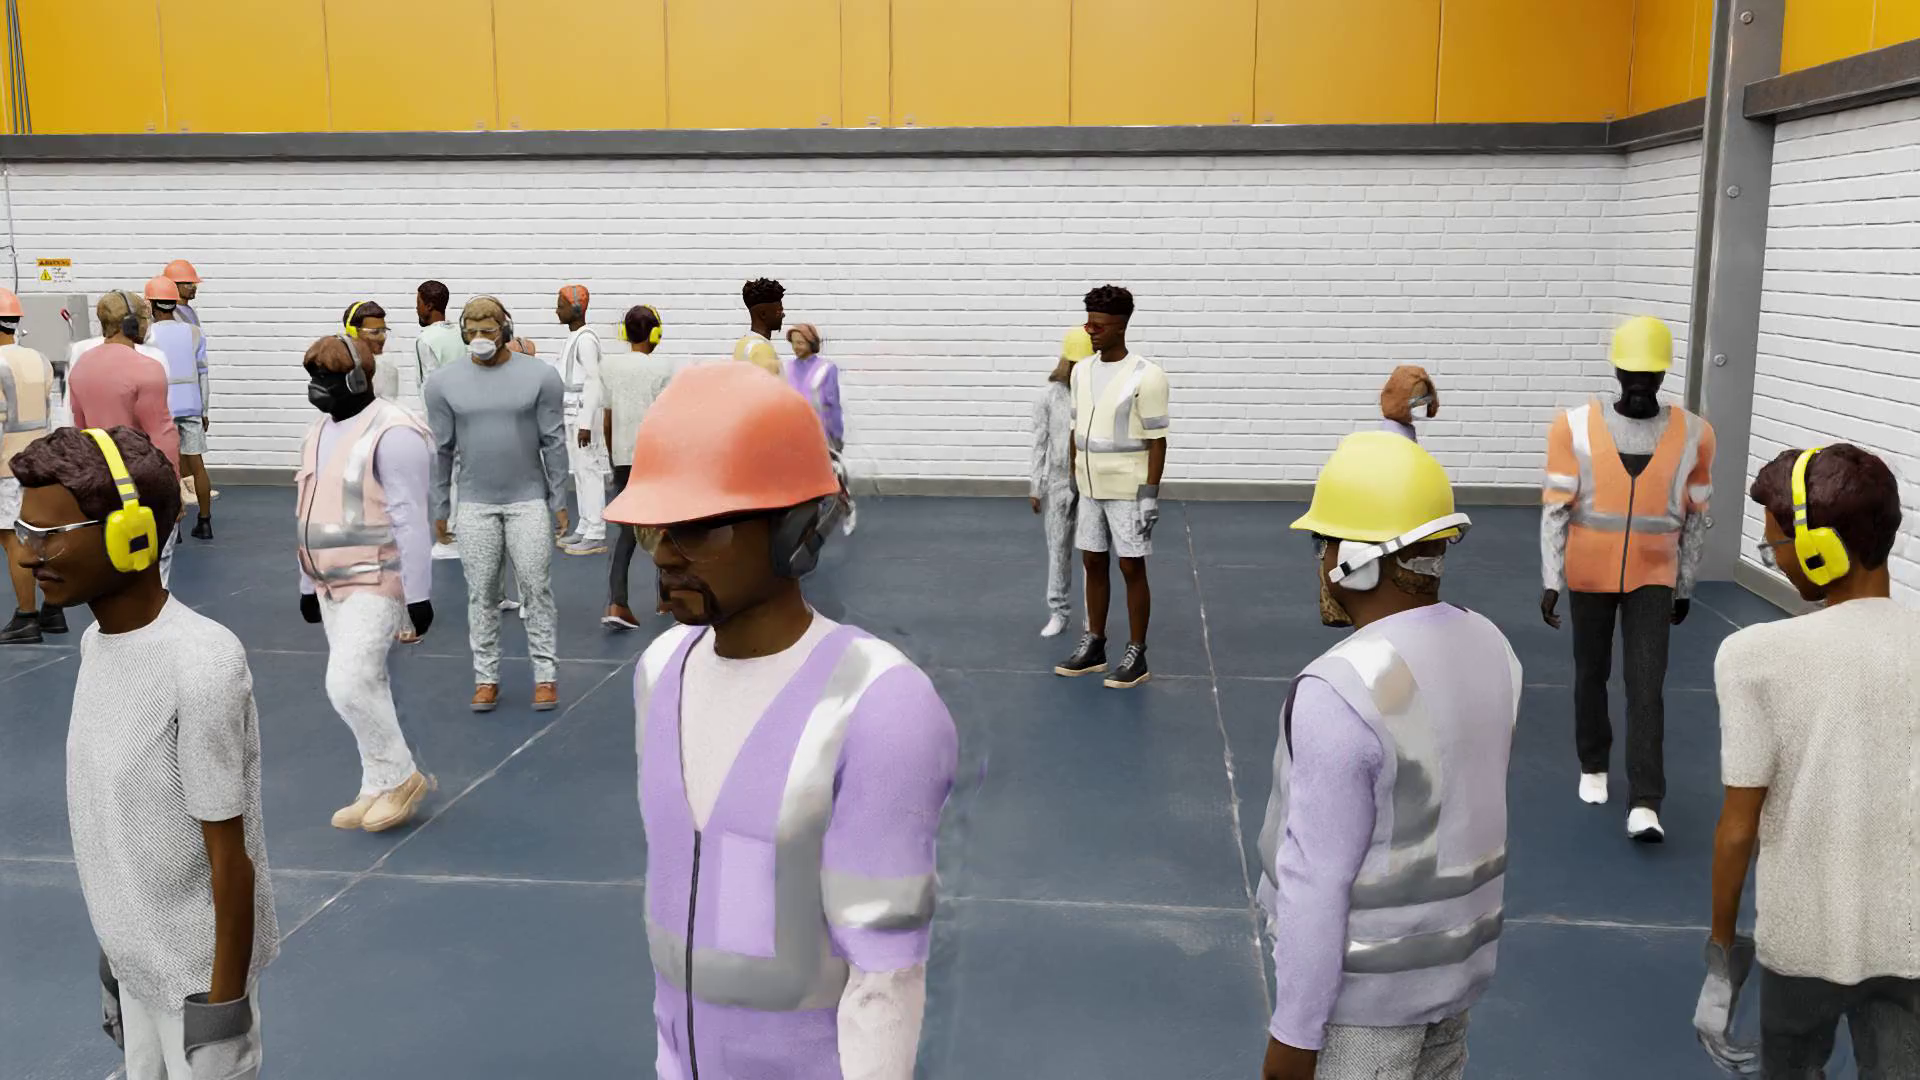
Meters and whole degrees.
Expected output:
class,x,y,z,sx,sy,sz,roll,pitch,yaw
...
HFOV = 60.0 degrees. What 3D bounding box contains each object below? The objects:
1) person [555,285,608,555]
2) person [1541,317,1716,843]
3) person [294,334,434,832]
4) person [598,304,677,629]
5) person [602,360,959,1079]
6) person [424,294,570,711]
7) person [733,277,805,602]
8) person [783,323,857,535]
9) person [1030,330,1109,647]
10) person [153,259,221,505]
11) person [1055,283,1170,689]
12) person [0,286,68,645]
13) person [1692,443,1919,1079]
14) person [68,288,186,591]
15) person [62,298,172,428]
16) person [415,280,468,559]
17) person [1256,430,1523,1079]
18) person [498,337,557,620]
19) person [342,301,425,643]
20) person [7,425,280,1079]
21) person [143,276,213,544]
class,x,y,z,sx,sy,sz,roll,pitch,yaw
person,-2.670,-0.843,11.689,0.351,1.884,0.582,-4,11,-22
person,2.423,0.137,6.077,0.593,1.875,0.984,3,10,17
person,-2.190,0.169,6.054,0.658,1.826,0.460,9,13,40
person,-1.813,-0.419,9.437,0.519,1.828,0.861,1,10,8
person,-0.230,0.744,2.318,0.611,2.000,1.072,8,13,39
person,-2.123,-0.165,7.687,0.641,1.927,0.370,-2,10,-9
person,-1.171,-0.582,9.958,0.367,1.966,0.607,-4,11,-20
person,-1.018,-0.741,11.856,0.538,1.620,0.554,6,12,31
person,0.624,-0.271,8.951,0.505,1.702,0.704,0,10,2
person,-6.490,-1.321,13.966,0.393,2.044,0.609,0,10,-2
person,0.744,-0.262,8.126,0.368,1.965,0.609,-8,13,-40
person,-5.140,-0.402,9.008,0.358,1.936,0.552,1,10,5
person,1.588,0.732,2.942,0.562,1.805,0.997,2,10,12
person,-4.060,-0.258,8.185,0.631,1.940,0.372,5,11,25
person,-5.281,-0.608,10.441,0.680,1.856,0.361,0,10,-2
person,-3.570,-0.827,11.495,0.391,1.920,0.593,1,10,5
person,0.717,0.726,2.882,0.403,1.828,0.598,9,13,42
person,-2.575,-0.356,9.633,0.513,1.630,0.318,7,12,33
person,-3.128,-0.332,8.835,0.327,1.862,0.511,5,11,26
person,-1.293,0.737,2.724,0.512,1.861,0.325,9,13,41
person,-5.727,-0.939,12.081,0.361,1.939,0.543,8,13,38
